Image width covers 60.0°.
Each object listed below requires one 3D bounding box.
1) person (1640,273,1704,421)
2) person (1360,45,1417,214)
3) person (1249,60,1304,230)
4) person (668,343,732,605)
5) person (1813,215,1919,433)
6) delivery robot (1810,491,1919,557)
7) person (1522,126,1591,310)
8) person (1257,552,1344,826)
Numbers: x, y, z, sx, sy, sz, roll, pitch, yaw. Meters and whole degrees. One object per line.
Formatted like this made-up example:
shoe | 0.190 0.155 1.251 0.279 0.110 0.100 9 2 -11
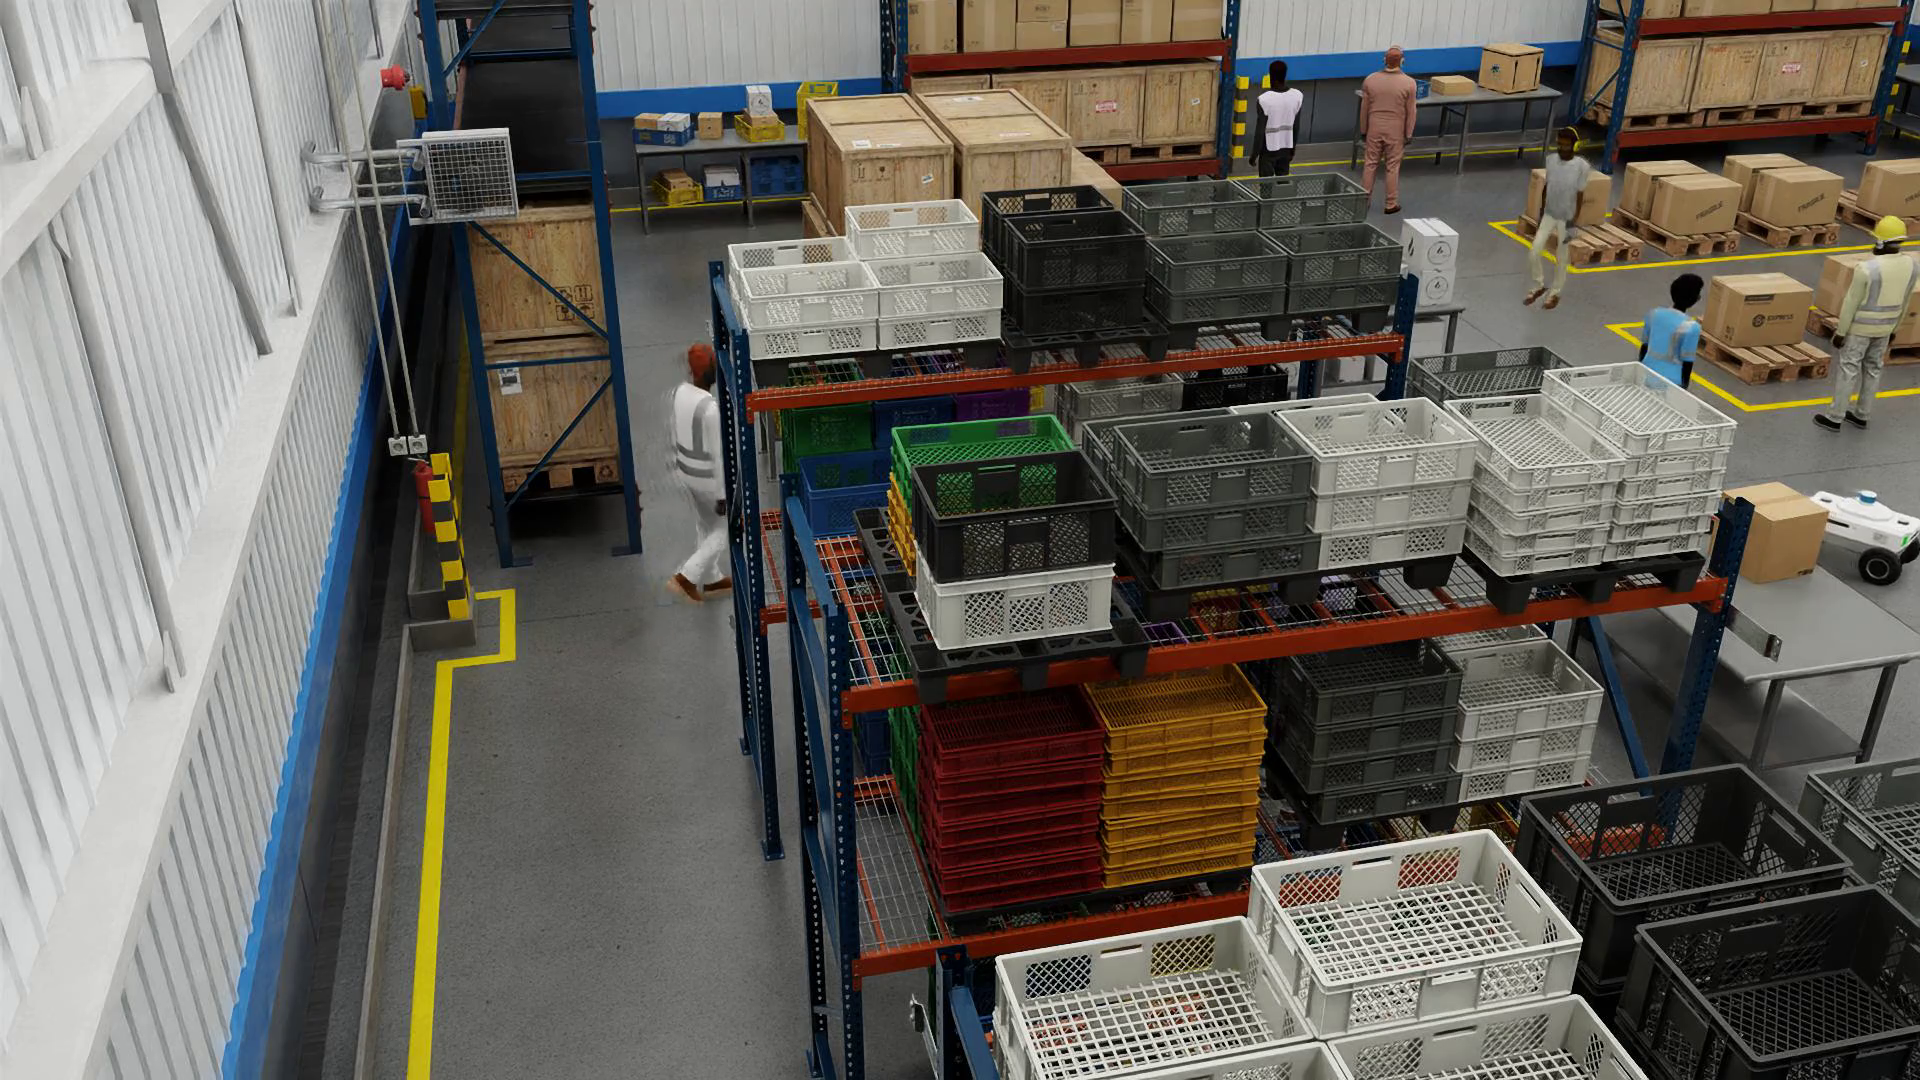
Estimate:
person | 5.442 -1.251 12.877 0.322 1.693 0.546 -8 29 -16
person | 4.953 -4.752 19.288 0.642 1.913 0.408 14 31 24
person | 3.513 -4.365 18.550 0.587 1.915 0.391 -13 30 -23
person | -1.742 -0.410 11.094 0.510 1.868 0.588 -19 33 -32
person | 7.490 -1.771 13.729 0.586 1.824 0.403 -6 28 -11
delivery robot | 6.409 -0.116 11.838 0.707 0.478 0.477 23 36 37
person | 5.877 -3.146 16.321 0.517 1.844 0.496 -24 36 -38
person | 1.853 0.655 9.004 0.373 1.935 0.628 -8 29 -15
